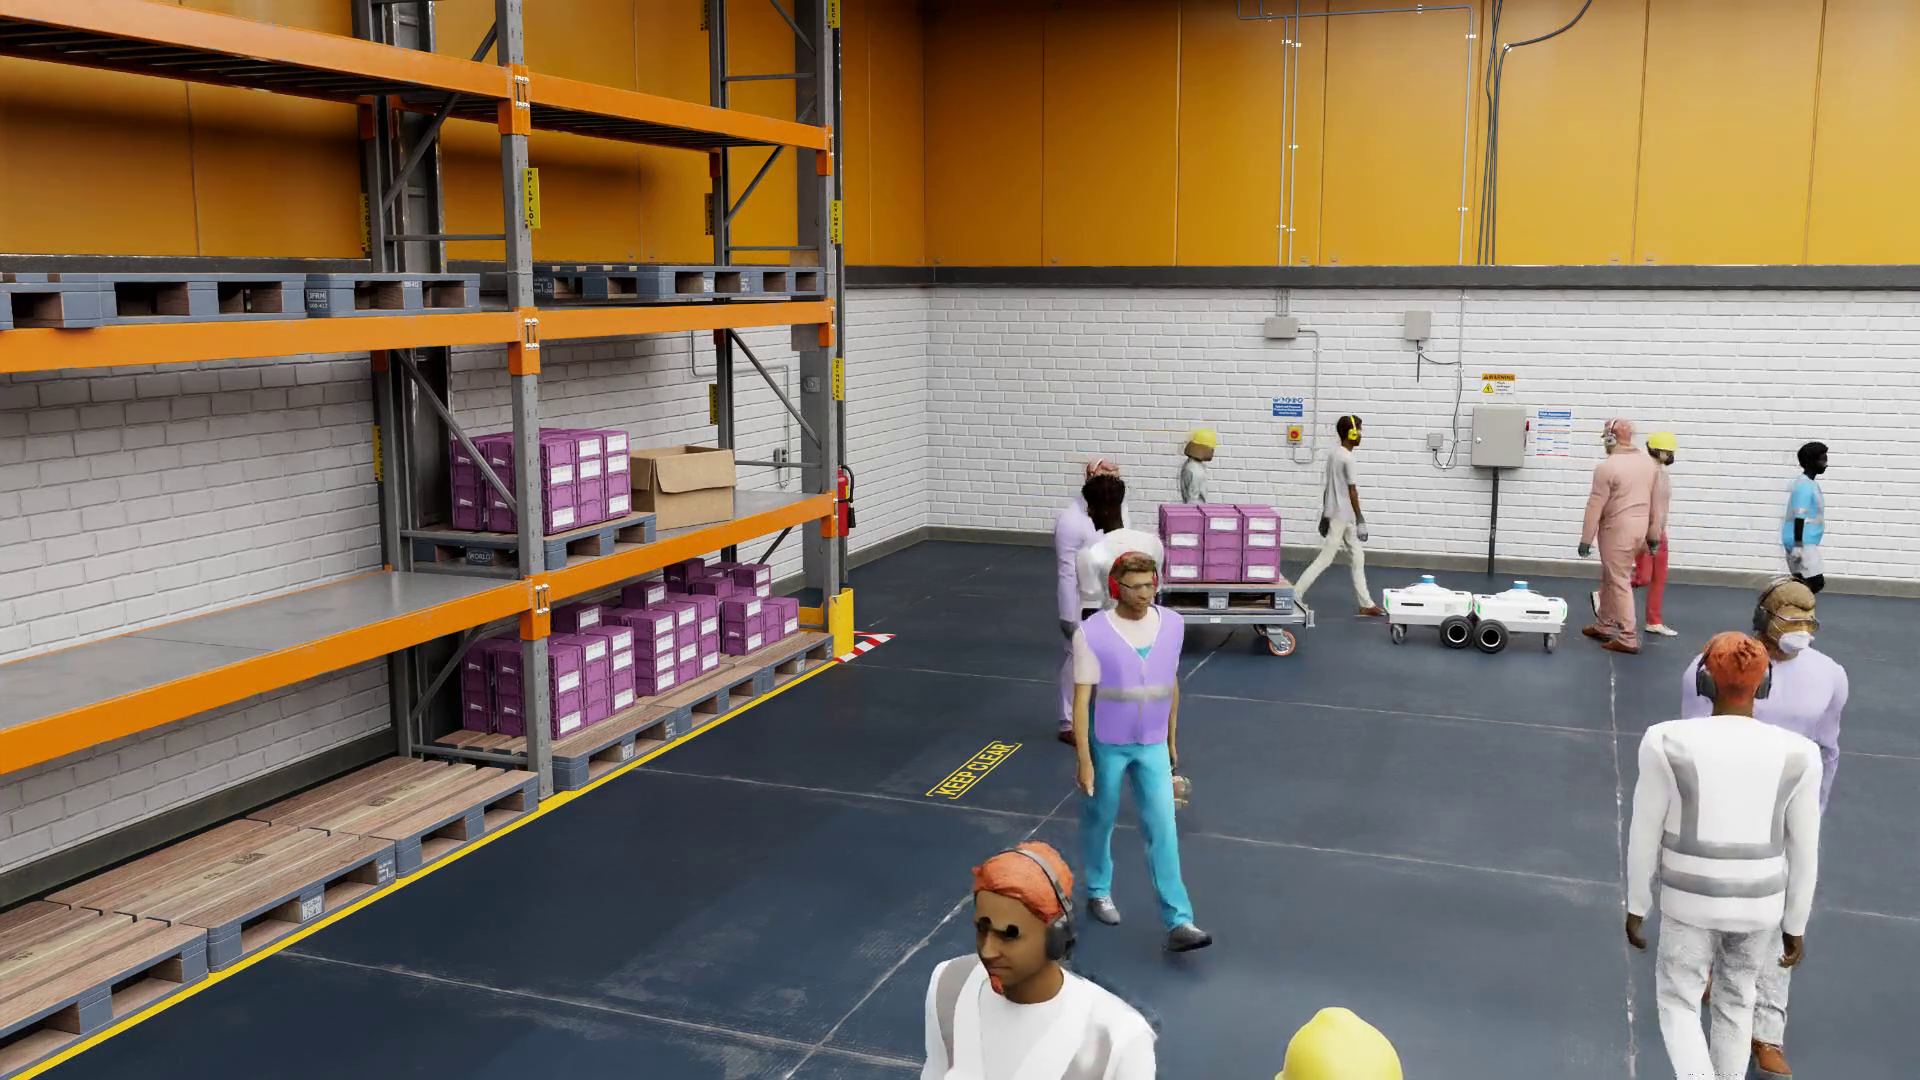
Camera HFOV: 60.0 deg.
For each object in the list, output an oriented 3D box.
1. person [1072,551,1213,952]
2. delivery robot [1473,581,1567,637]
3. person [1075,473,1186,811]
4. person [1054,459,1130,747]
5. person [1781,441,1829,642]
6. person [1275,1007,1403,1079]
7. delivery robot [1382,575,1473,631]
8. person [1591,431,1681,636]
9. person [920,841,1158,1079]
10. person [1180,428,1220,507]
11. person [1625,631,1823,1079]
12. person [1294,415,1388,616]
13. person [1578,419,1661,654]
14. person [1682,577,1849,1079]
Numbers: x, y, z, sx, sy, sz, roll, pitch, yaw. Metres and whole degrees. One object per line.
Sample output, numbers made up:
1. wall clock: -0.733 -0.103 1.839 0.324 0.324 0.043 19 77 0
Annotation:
1. person: 0.792 0.950 7.502 0.596 1.793 0.951 -3 10 -20
2. delivery robot: 4.526 0.576 13.456 0.707 0.478 0.477 2 9 12
3. person: 0.942 0.582 9.425 0.626 1.931 0.888 -4 10 -25
4. person: 0.865 0.410 10.652 0.659 1.883 0.470 -8 12 -42
5. person: 6.951 0.027 13.678 0.367 1.685 0.535 5 10 27
6. person: 0.655 1.690 2.968 0.533 1.767 0.313 -4 10 -24
7. delivery robot: 3.846 0.535 13.714 0.707 0.478 0.477 2 9 12
8. person: 5.764 -0.070 14.072 0.519 1.743 0.607 -8 12 -43
9. person: 0.128 1.548 3.559 0.577 1.874 0.415 9 12 43
10. person: 1.937 -0.145 14.666 0.723 1.704 0.499 -1 9 -4
11. person: 2.530 1.240 5.497 0.587 1.863 0.692 2 9 9
12. person: 3.327 -0.192 14.688 0.990 1.818 0.536 0 9 1
13. person: 5.275 -0.048 13.532 0.675 1.870 0.815 -5 10 -30
14. person: 3.137 1.051 6.601 0.641 1.896 1.012 1 9 8
